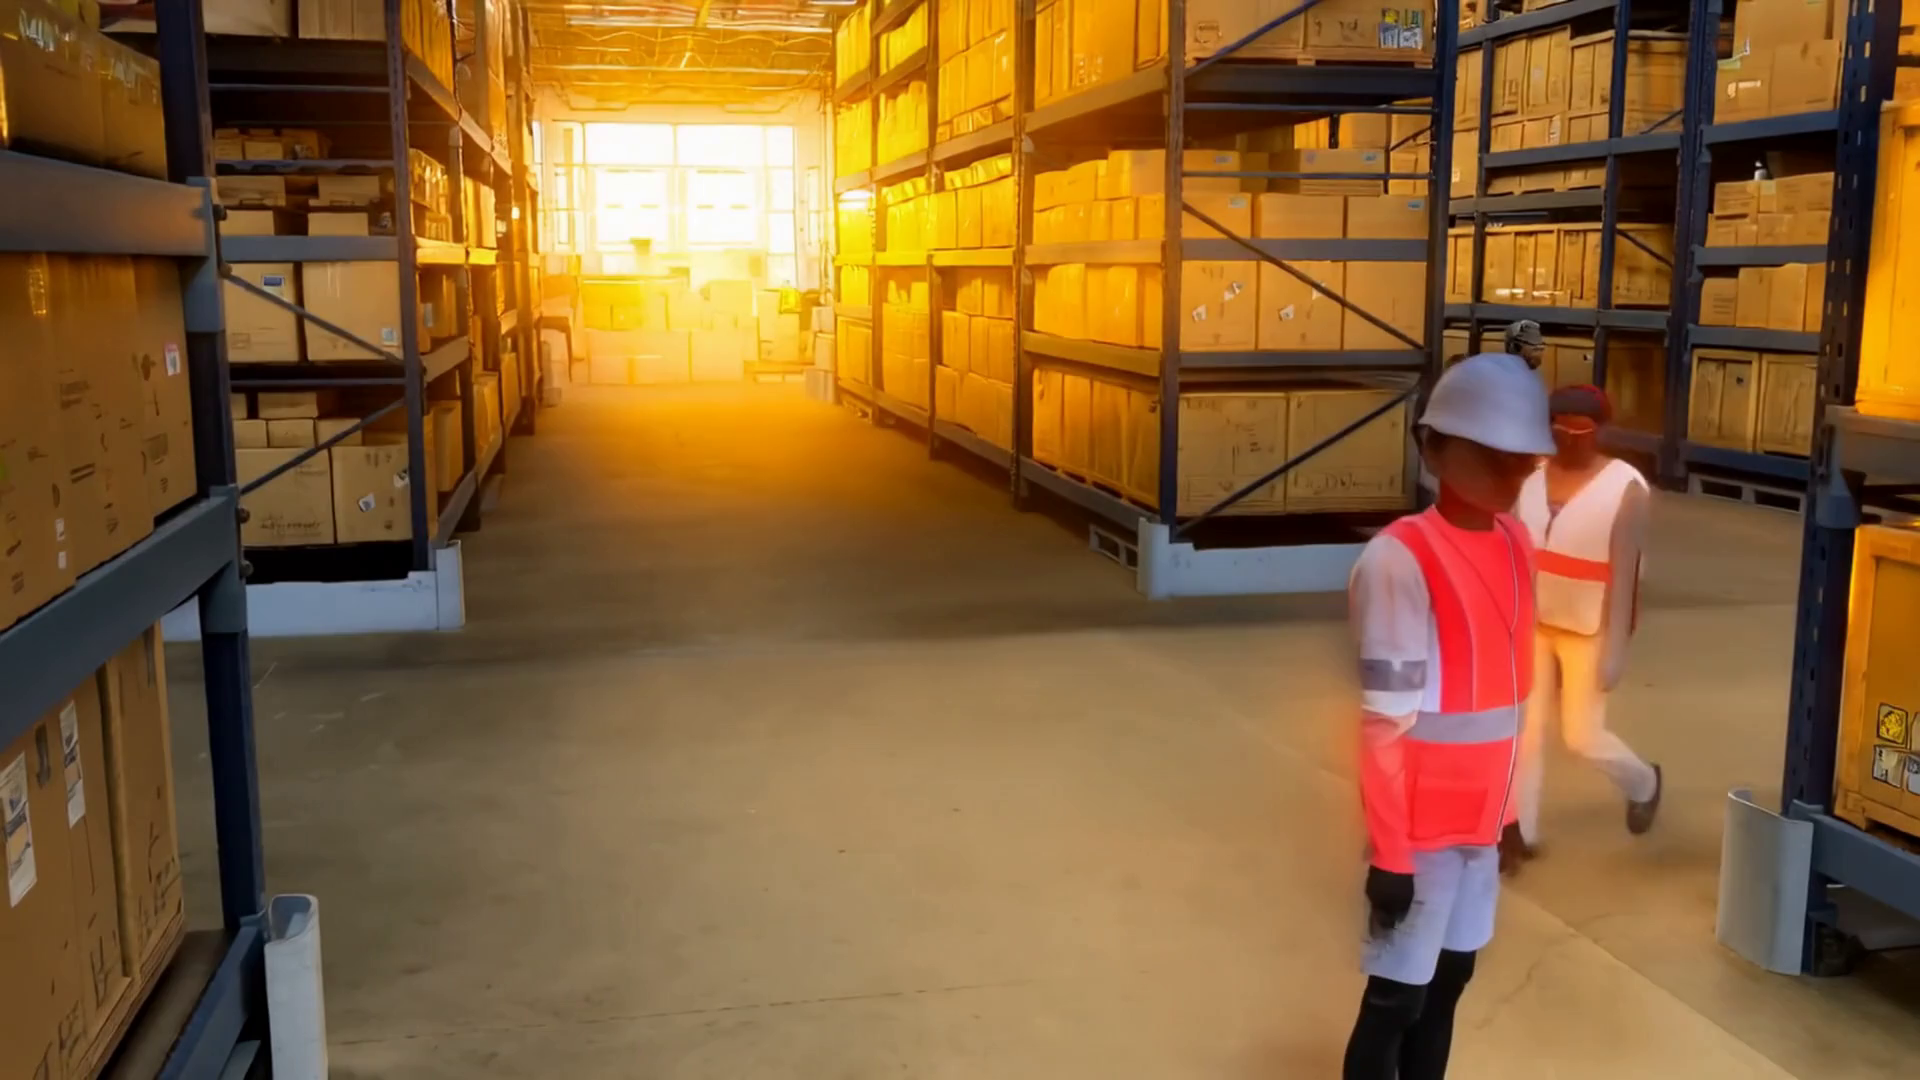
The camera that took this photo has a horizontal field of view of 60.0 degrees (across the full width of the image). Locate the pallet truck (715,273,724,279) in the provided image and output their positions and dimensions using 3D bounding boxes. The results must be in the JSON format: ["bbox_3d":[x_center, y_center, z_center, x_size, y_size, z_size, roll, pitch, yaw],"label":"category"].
[{"bbox_3d":[-8.580,-8.986,62.280,1.885,1.965,0.823,1,9,5],"label":"pallet truck"}]

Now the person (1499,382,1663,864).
[{"bbox_3d":[2.291,0.324,6.089,0.667,1.815,0.597,-5,11,-28],"label":"person"}]

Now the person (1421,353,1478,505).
[{"bbox_3d":[3.140,-0.365,10.696,0.423,1.674,0.562,-1,9,-5],"label":"person"}]

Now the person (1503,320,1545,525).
[{"bbox_3d":[3.299,-0.341,9.859,0.406,1.910,0.639,6,11,33],"label":"person"}]

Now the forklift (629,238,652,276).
[{"bbox_3d":[-6.727,-5.011,35.366,1.873,2.768,1.129,-2,10,-12],"label":"forklift"}]

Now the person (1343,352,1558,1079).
[{"bbox_3d":[1.094,0.608,3.676,0.394,2.040,0.609,9,13,44],"label":"person"}]

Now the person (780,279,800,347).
[{"bbox_3d":[-4.808,-6.370,46.695,0.574,1.888,0.991,-5,11,-29],"label":"person"}]

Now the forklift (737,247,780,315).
[{"bbox_3d":[-6.372,-7.628,51.320,1.129,2.768,1.873,-7,12,-38],"label":"forklift"}]
